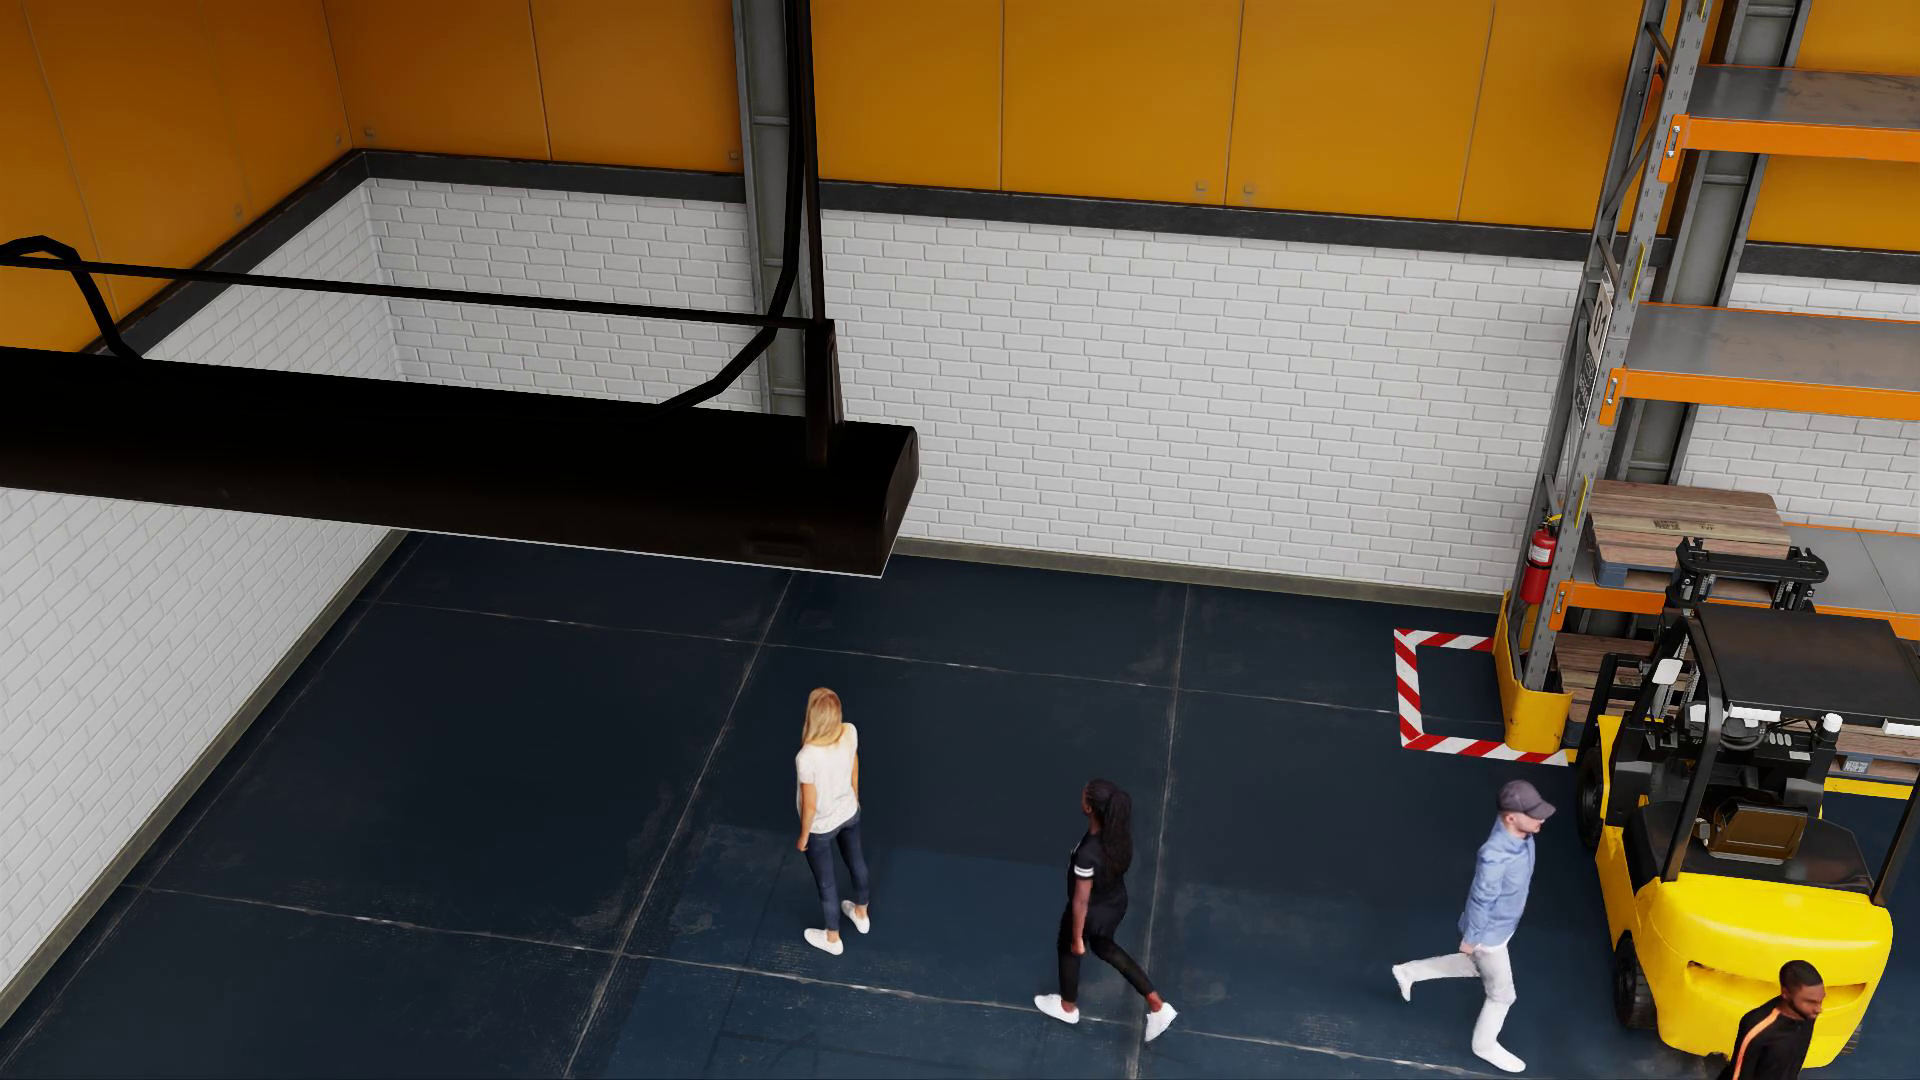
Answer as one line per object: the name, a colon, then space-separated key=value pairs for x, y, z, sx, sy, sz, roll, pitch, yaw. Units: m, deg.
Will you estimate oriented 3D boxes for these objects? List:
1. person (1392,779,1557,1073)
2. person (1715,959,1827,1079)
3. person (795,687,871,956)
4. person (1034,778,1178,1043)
person: x=2.679 y=1.924 z=8.591 sx=1.107 sy=1.868 sz=0.855 roll=17 pitch=37 yaw=24
person: x=3.589 y=2.556 z=7.741 sx=1.226 sy=1.757 sz=1.164 roll=-14 pitch=36 yaw=-20
person: x=-0.705 y=1.553 z=9.204 sx=0.681 sy=1.808 sz=0.676 roll=27 pitch=42 yaw=35
person: x=0.791 y=1.970 z=8.667 sx=1.123 sy=1.708 sz=0.891 roll=19 pitch=38 yaw=26
